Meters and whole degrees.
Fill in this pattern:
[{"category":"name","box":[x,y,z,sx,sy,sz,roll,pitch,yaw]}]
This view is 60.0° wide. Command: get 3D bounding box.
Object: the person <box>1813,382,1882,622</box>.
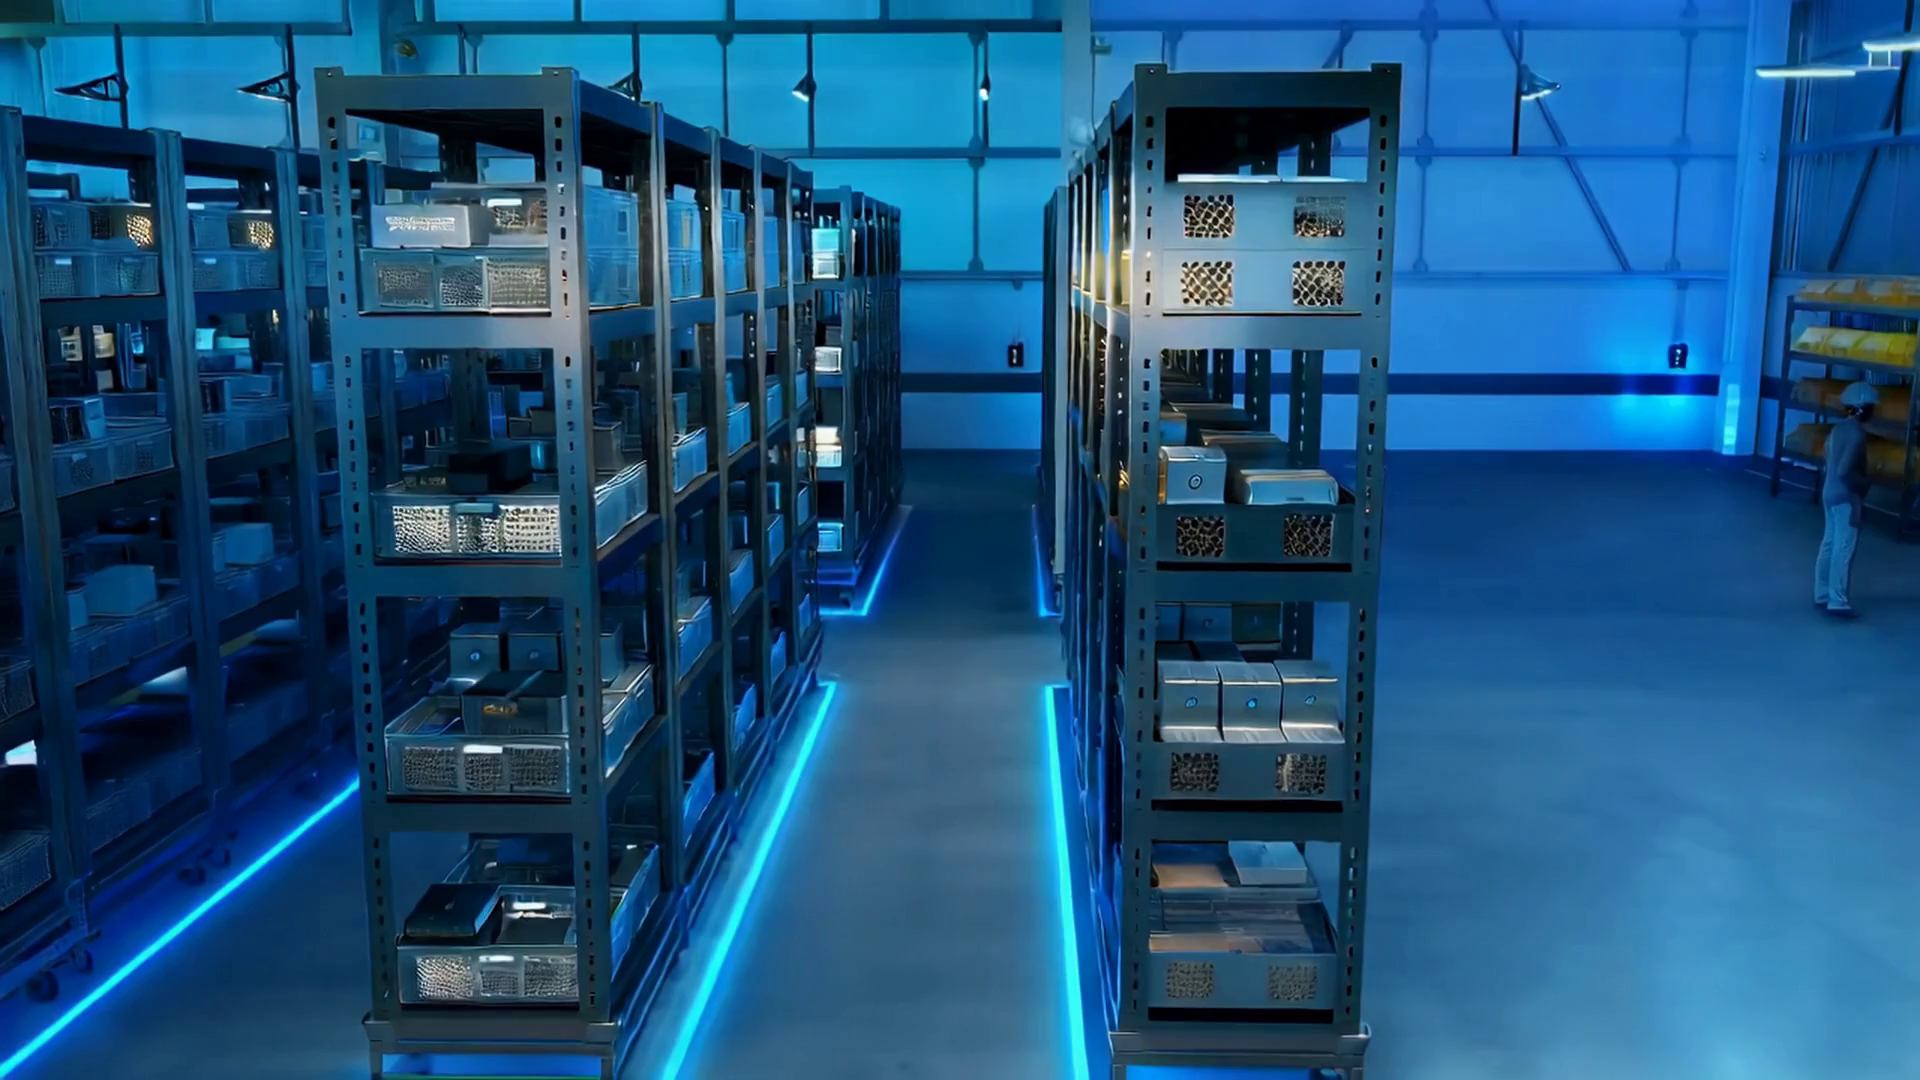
[{"category":"person","box":[7.419,-0.323,13.899,0.378,1.996,0.611,2,10,10]}]
